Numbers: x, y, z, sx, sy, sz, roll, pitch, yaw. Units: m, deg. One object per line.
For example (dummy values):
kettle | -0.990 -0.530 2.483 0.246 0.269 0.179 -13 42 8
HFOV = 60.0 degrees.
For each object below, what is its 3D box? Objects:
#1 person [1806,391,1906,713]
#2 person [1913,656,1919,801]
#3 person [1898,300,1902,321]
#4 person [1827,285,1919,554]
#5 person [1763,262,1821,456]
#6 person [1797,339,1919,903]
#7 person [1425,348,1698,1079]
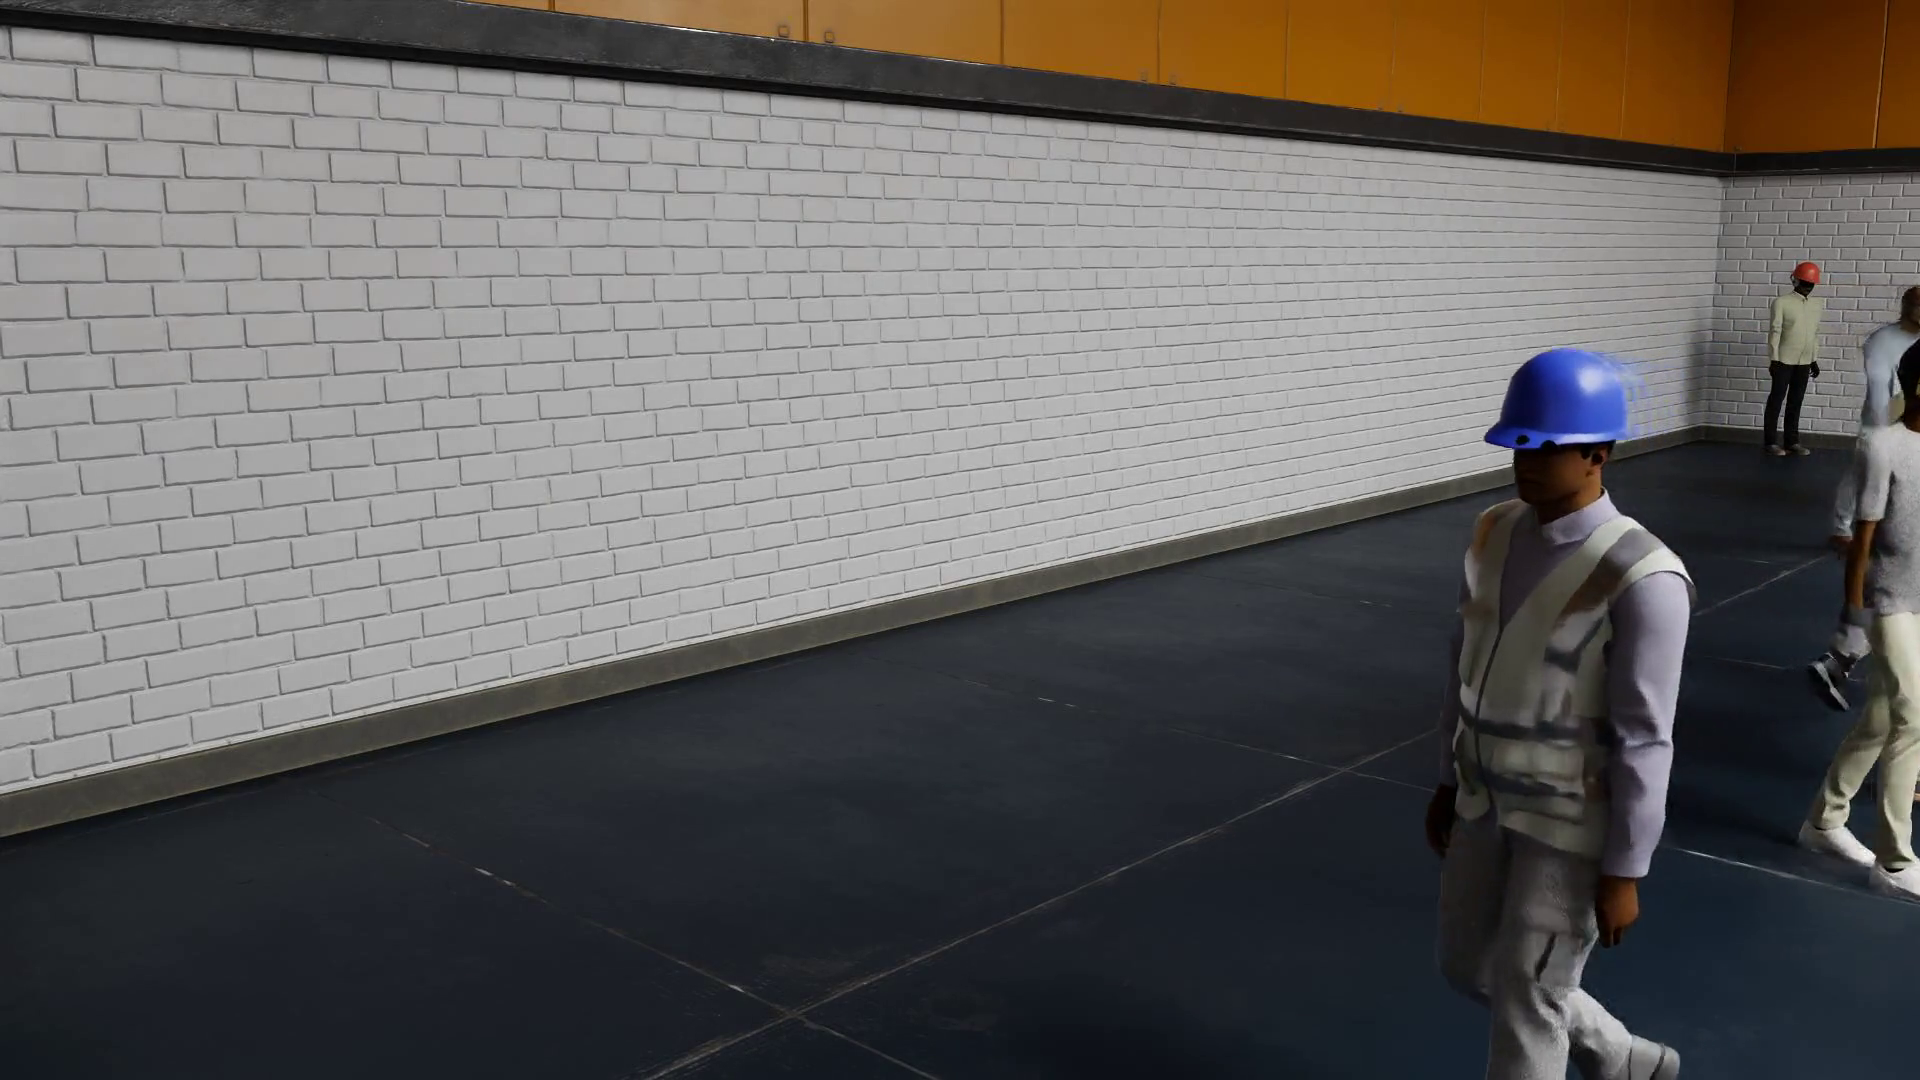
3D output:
person | 4.220 -0.050 7.320 0.670 1.815 0.604 -1 10 -7
person | 3.775 0.060 6.172 0.389 1.990 0.626 -1 10 -5
person | 7.726 -1.125 13.576 0.533 1.764 0.322 -3 10 -15
person | 6.353 -0.769 11.233 0.623 1.877 1.070 -2 10 -10
person | 8.564 -1.849 17.064 0.608 1.986 0.396 -3 10 -17
person | 3.169 0.243 5.565 0.529 1.838 0.631 -8 12 -37
person | 1.268 0.560 3.496 0.691 1.930 0.621 -3 10 -17
